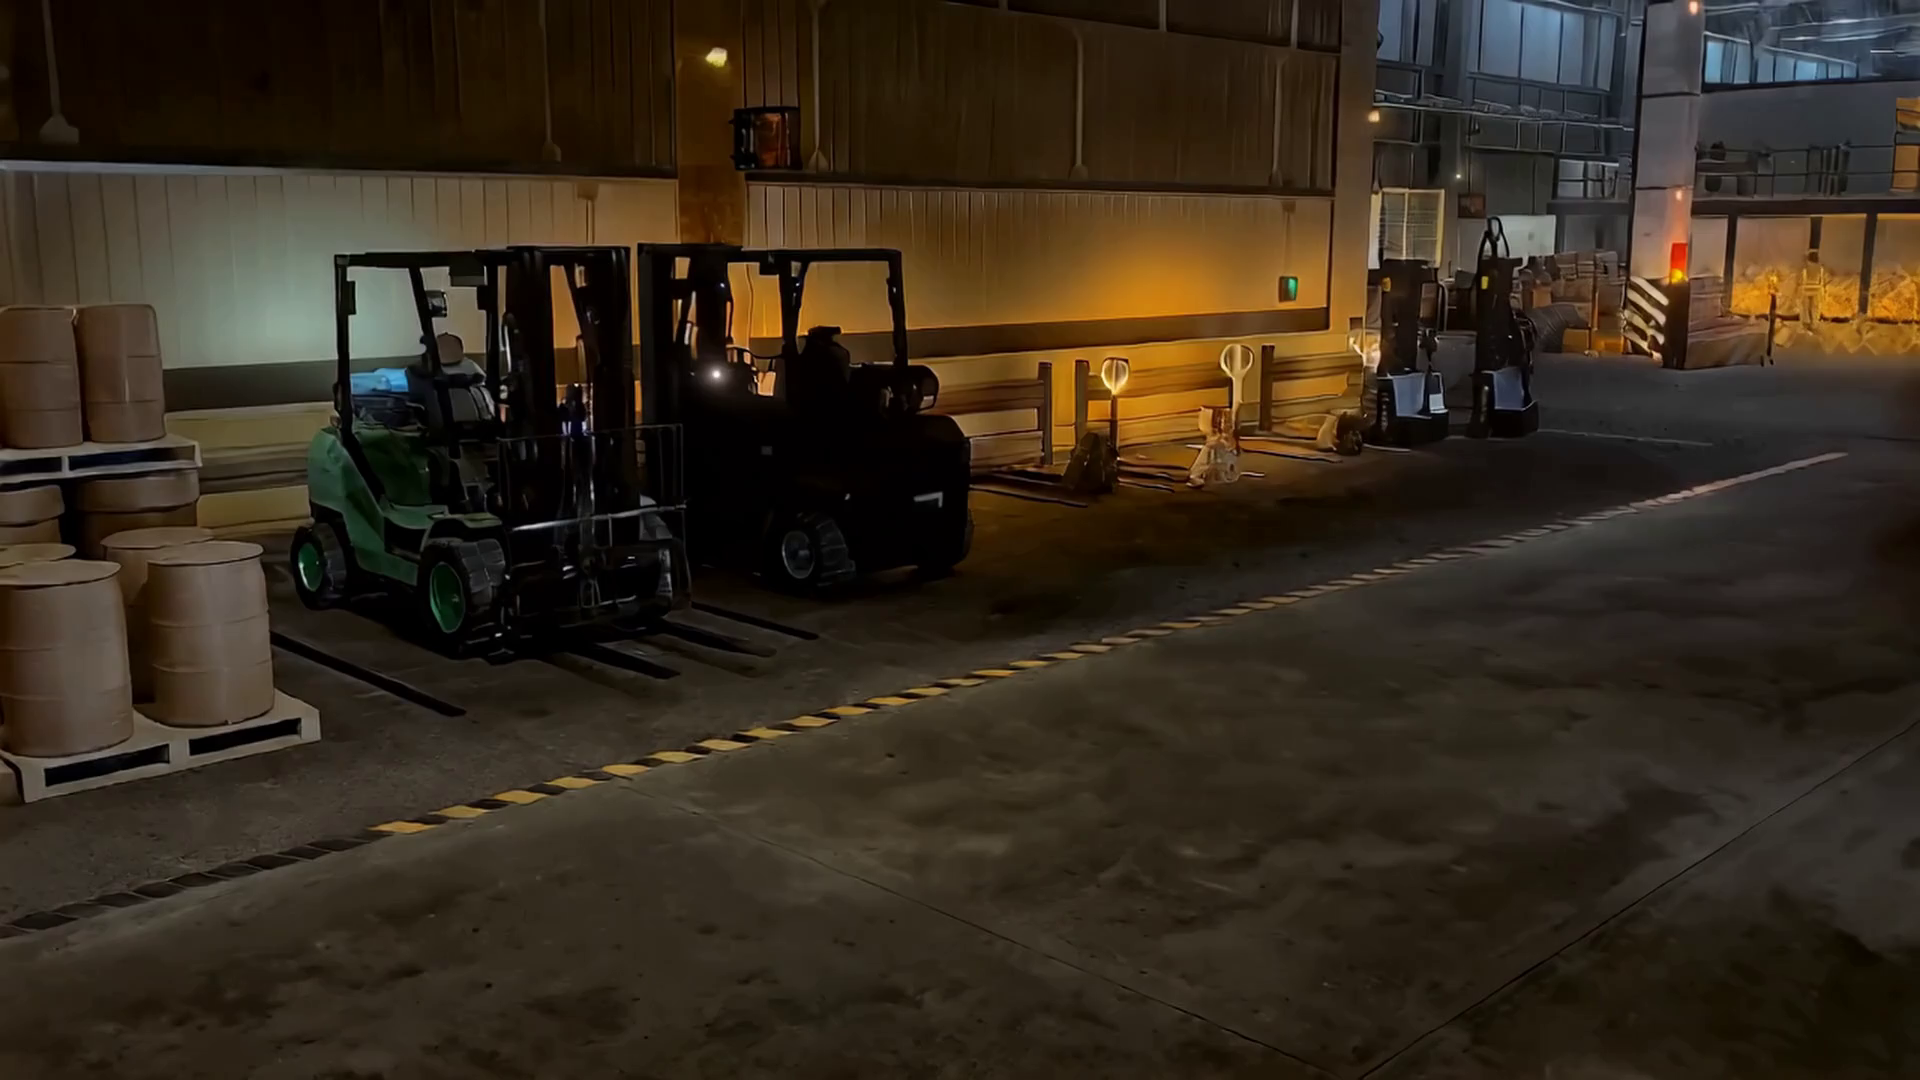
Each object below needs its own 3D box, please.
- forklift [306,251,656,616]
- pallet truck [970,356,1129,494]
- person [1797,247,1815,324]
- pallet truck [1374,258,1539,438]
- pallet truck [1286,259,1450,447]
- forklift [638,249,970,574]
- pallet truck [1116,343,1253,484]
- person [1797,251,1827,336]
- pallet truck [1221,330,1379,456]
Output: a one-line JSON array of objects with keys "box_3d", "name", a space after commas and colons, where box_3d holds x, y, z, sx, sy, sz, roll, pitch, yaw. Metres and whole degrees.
[{"box_3d": [-2.833, -0.669, 9.694, 1.157, 1.987, 2.680, -10, 14, -44], "name": "forklift"}, {"box_3d": [0.784, -1.085, 14.876, 0.680, 1.201, 1.601, -10, 14, -44], "name": "pallet truck"}, {"box_3d": [21.536, -6.461, 42.277, 0.355, 1.930, 0.587, 2, 11, 13], "name": "person"}, {"box_3d": [5.704, -2.208, 18.901, 1.885, 1.965, 0.823, 10, 14, 43], "name": "pallet truck"}, {"box_3d": [4.493, -2.078, 18.196, 0.823, 1.965, 1.885, -9, 14, -40], "name": "pallet truck"}, {"box_3d": [-1.173, -0.958, 11.239, 2.680, 1.987, 1.157, 10, 14, 43], "name": "forklift"}, {"box_3d": [1.962, -1.215, 15.415, 1.522, 1.261, 0.704, 10, 14, 43], "name": "pallet truck"}, {"box_3d": [19.073, -5.520, 37.276, 0.575, 1.883, 0.355, 2, 11, 9], "name": "person"}, {"box_3d": [3.563, -1.581, 17.381, 0.653, 1.274, 1.630, -10, 14, -44], "name": "pallet truck"}]
